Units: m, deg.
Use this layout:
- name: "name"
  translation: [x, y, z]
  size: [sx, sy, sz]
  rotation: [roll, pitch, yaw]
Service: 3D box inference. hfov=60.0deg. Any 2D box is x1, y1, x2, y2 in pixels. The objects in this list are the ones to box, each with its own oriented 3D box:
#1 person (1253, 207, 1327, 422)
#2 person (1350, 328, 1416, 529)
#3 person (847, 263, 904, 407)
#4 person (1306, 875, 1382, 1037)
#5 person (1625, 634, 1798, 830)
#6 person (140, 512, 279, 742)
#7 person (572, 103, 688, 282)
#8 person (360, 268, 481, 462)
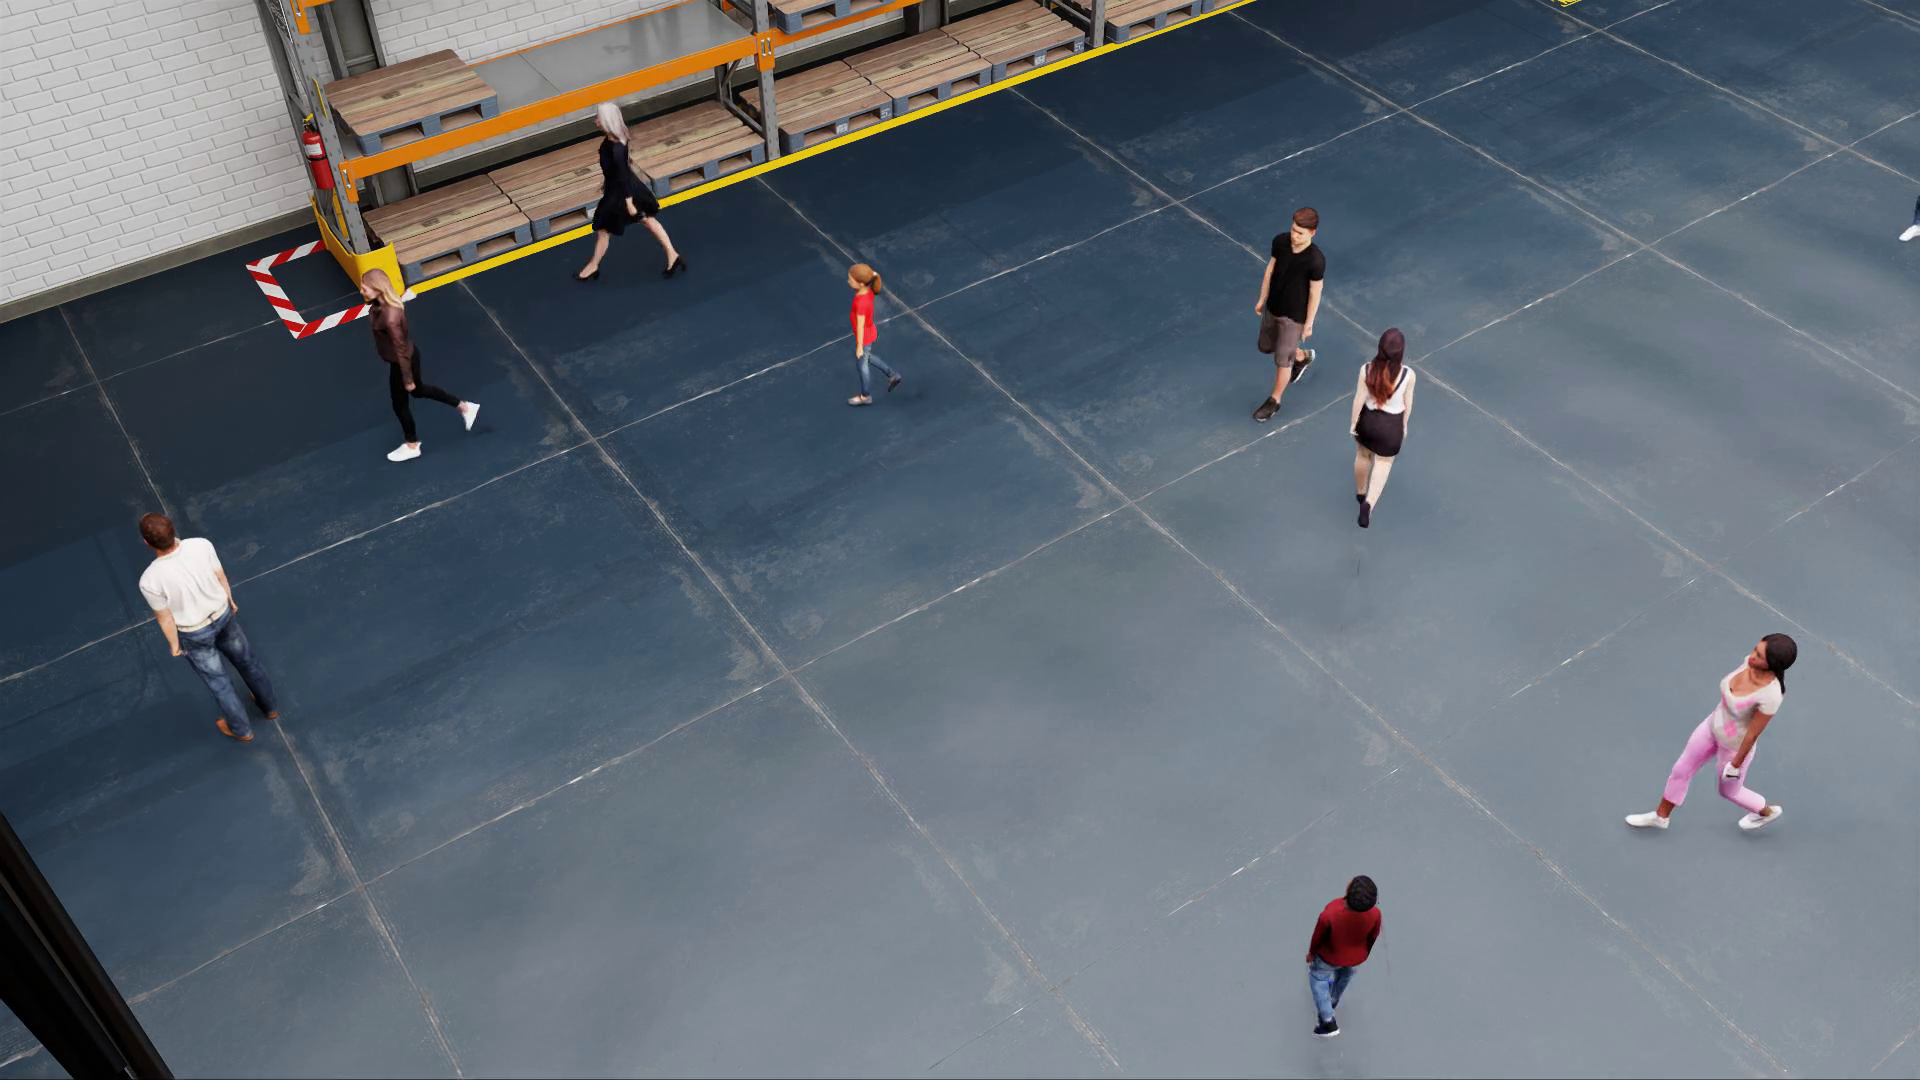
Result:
- name: "person"
  translation: [2.587, -1.794, 12.786]
  size: [0.956, 1.846, 0.691]
  rotation: [-28, 50, -26]
- name: "person"
  translation: [2.981, -0.757, 11.851]
  size: [0.864, 1.635, 0.971]
  rotation: [12, 45, 12]
- name: "person"
  translation: [-0.676, -1.591, 12.969]
  size: [0.767, 1.300, 0.679]
  rotation: [0, 44, 0]
- name: "person"
  translation: [2.068, 2.254, 8.970]
  size: [0.714, 1.248, 0.730]
  rotation: [-4, 44, -4]
- name: "person"
  translation: [4.598, 1.191, 9.752]
  size: [1.171, 1.710, 1.017]
  rotation: [1, 44, 1]
- name: "person"
  translation: [-4.680, 0.537, 10.333]
  size: [0.792, 1.856, 0.638]
  rotation: [26, 50, 25]
- name: "person"
  translation: [-2.756, -2.903, 14.063]
  size: [1.276, 1.690, 0.973]
  rotation: [-6, 44, -6]
- name: "person"
  translation: [-4.088, -1.338, 12.424]
  size: [1.063, 1.686, 0.799]
  rotation: [-14, 45, -14]
